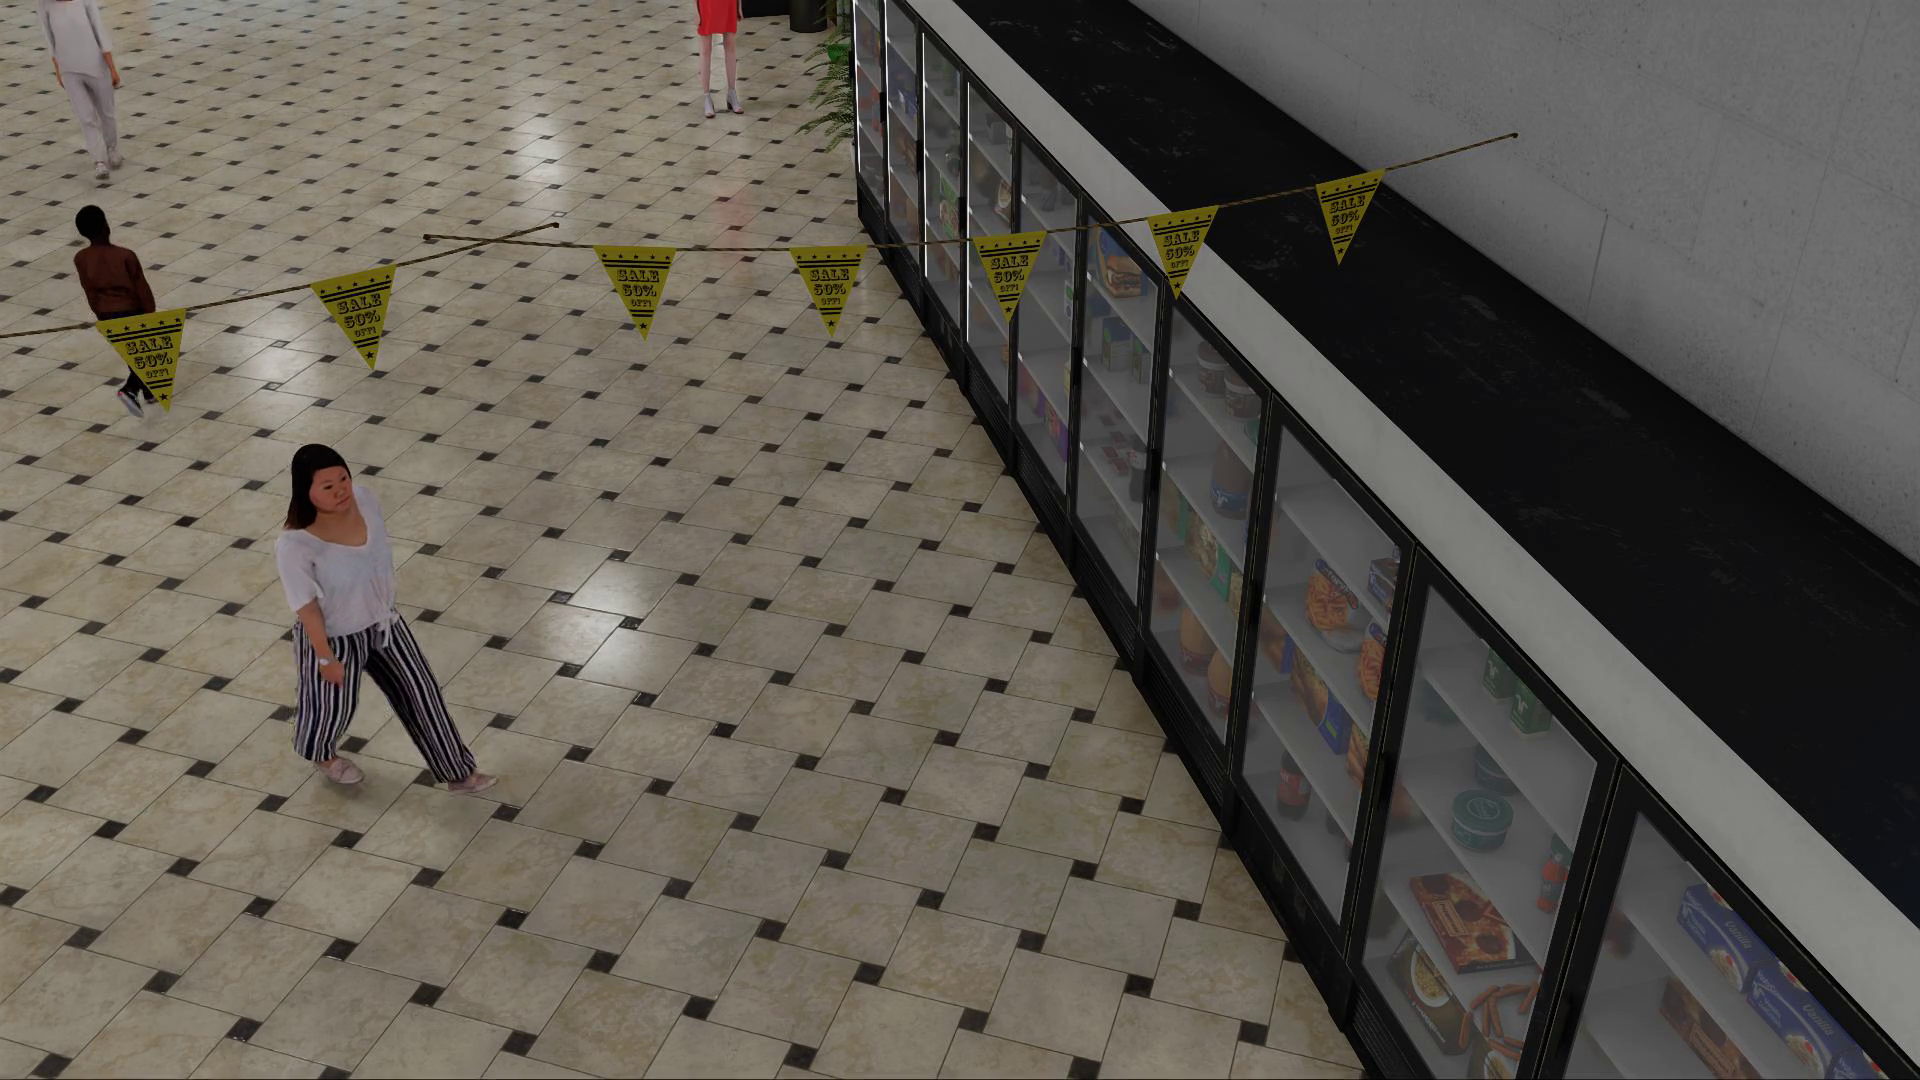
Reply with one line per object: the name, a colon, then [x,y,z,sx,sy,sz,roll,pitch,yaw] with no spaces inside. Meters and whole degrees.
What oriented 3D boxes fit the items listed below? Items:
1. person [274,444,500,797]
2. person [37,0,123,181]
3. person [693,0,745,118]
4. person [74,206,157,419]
person: [-2.462,0.352,6.547,1.242,1.623,1.139,14,35,22]
person: [-6.840,-3.690,13.019,1.021,1.648,0.784,-13,34,-21]
person: [-2.085,-4.568,14.261,0.496,1.827,0.676,-13,34,-20]
person: [-4.829,-1.300,9.560,0.777,1.244,0.703,-1,32,-1]
